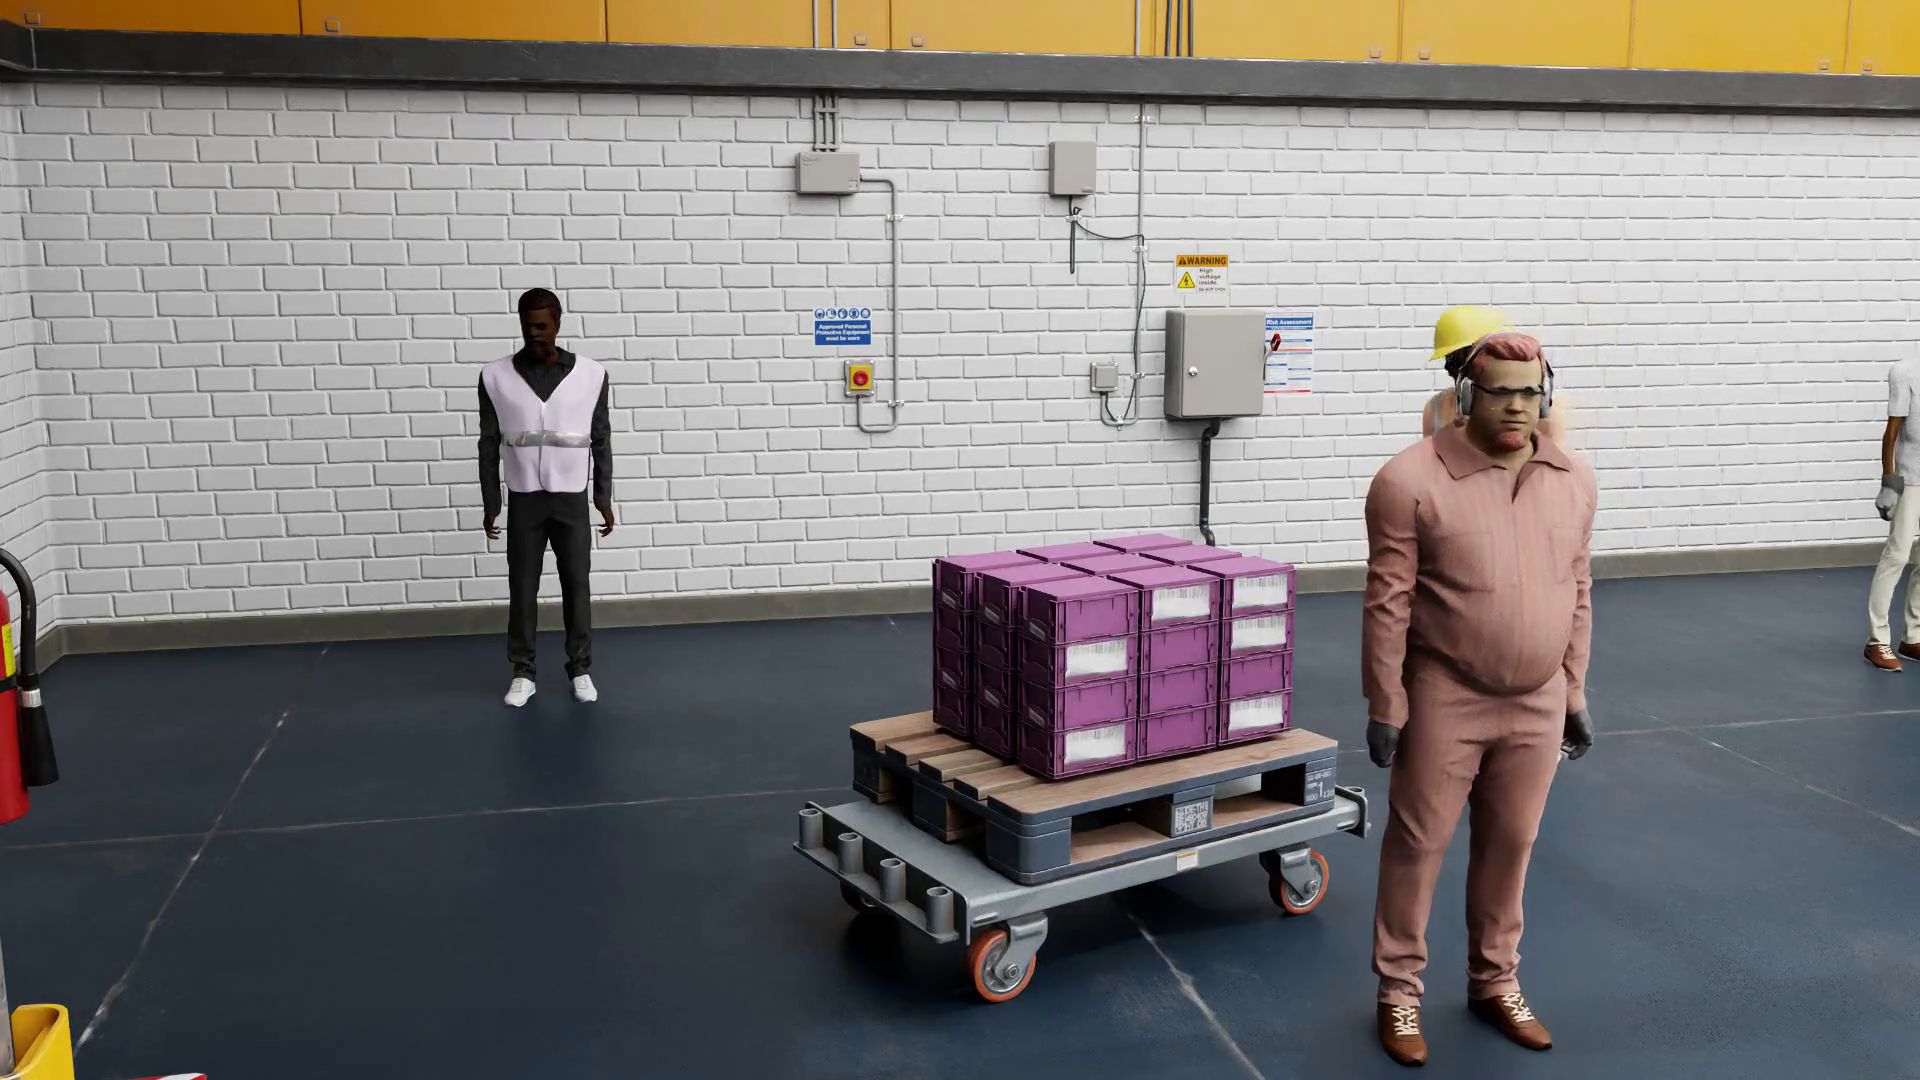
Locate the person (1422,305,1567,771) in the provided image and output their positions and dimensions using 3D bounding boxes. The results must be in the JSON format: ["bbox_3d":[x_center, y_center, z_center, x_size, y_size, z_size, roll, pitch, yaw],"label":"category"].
[{"bbox_3d":[2.101,0.015,6.592,0.534,1.876,0.633,-9,14,-41],"label":"person"}]

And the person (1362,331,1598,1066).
[{"bbox_3d":[1.359,0.415,4.313,0.651,1.904,0.402,-2,10,-13],"label":"person"}]

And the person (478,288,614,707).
[{"bbox_3d":[-1.898,-0.195,7.659,0.597,1.915,0.369,-2,10,-13],"label":"person"}]

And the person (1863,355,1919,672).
[{"bbox_3d":[4.797,-0.276,8.250,0.533,1.864,0.311,-2,10,-13],"label":"person"}]
